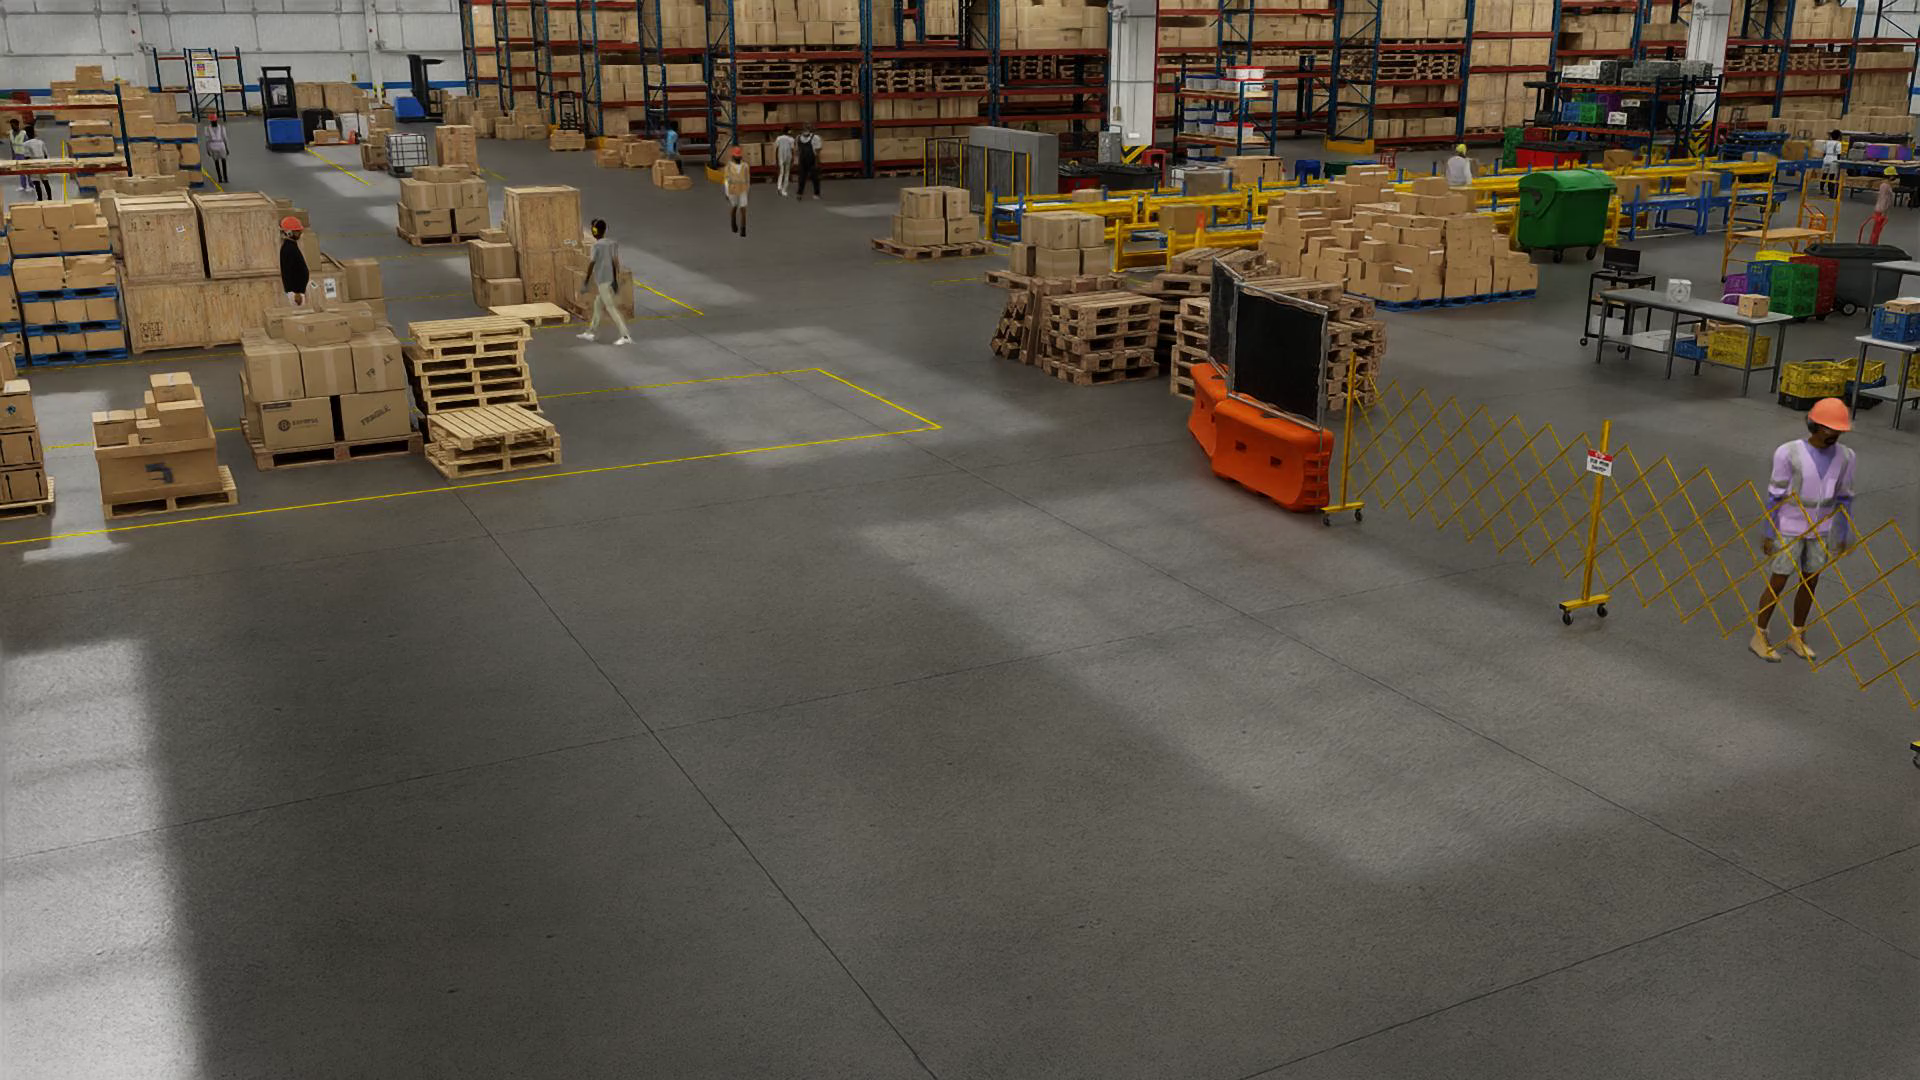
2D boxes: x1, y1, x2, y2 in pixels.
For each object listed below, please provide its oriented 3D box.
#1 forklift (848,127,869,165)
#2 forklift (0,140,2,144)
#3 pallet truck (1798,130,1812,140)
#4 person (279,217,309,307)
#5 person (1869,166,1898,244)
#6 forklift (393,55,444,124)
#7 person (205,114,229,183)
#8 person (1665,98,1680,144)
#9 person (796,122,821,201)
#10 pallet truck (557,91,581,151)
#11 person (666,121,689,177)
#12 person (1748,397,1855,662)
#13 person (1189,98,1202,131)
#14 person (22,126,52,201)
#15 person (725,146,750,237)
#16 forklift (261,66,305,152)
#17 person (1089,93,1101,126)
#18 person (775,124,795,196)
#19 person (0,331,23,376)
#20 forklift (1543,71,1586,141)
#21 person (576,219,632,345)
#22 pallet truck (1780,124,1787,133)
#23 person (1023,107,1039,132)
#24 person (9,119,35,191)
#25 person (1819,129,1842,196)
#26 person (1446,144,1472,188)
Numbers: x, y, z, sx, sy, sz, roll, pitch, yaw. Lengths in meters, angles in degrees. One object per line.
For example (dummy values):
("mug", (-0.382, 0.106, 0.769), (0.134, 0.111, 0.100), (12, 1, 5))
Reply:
("forklift", (-3.174, -12.952, 51.214), (1.873, 2.768, 1.129), (-9, 20, -26))
("forklift", (-35.424, -15.543, 59.291), (1.873, 2.768, 1.129), (13, 22, 35))
("pallet truck", (25.526, -11.556, 49.408), (1.630, 1.274, 0.653), (-9, 20, -26))
("person", (-9.221, -3.493, 23.150), (0.378, 1.995, 0.612), (-6, 19, -17))
("person", (18.194, -6.464, 32.781), (0.315, 1.769, 0.524), (8, 20, 24))
("forklift", (-22.923, -19.034, 70.174), (1.873, 2.768, 1.129), (-9, 20, -26))
("person", (-20.760, -10.929, 46.492), (0.568, 1.890, 0.934), (-7, 19, -22))
("person", (23.455, -13.520, 54.541), (0.738, 1.919, 0.633), (-3, 18, -10))
("person", (-3.881, -9.685, 42.383), (0.715, 2.000, 1.044), (6, 19, 18))
("pallet truck", (-13.495, -14.412, 57.188), (0.823, 1.965, 1.885), (-3, 18, -9))
("person", (-8.240, -11.145, 47.561), (0.873, 1.655, 0.539), (-11, 21, -31))
("person", (6.323, -0.075, 12.433), (0.621, 2.035, 0.395), (-1, 18, -2))
("person", (8.750, -15.685, 61.780), (0.493, 1.609, 0.754), (1, 18, 2))
("person", (-22.790, -9.218, 41.049), (0.371, 1.963, 0.608), (9, 20, 25))
("person", (-4.801, -7.549, 35.943), (0.551, 1.915, 0.881), (-5, 18, -14))
("forklift", (-23.240, -14.778, 56.907), (1.129, 2.768, 1.873), (-9, 20, -26))
("person", (4.943, -15.361, 60.433), (0.665, 1.819, 0.735), (-12, 21, -32))
("person", (-4.542, -9.911, 43.403), (0.561, 1.840, 0.383), (3, 18, 10))
("person", (-12.957, -2.997, 22.002), (0.666, 1.743, 0.532), (-8, 19, -23))
("forklift", (18.685, -13.231, 52.085), (1.873, 2.768, 1.129), (-9, 20, -26))
("person", (-5.228, -3.764, 24.282), (0.980, 1.823, 0.512), (5, 18, 15))
("pallet truck", (25.206, -12.542, 52.601), (1.601, 1.201, 0.680), (0, 18, -2))
("person", (2.268, -13.092, 53.556), (0.530, 1.698, 0.321), (6, 19, 19))
("person", (-25.121, -10.305, 44.522), (0.587, 1.913, 0.392), (5, 19, 16))
("person", (22.789, -9.864, 43.491), (0.318, 1.698, 0.536), (-7, 19, -21))
("person", (11.358, -8.037, 37.621), (0.818, 1.798, 0.612), (-10, 21, -29))
